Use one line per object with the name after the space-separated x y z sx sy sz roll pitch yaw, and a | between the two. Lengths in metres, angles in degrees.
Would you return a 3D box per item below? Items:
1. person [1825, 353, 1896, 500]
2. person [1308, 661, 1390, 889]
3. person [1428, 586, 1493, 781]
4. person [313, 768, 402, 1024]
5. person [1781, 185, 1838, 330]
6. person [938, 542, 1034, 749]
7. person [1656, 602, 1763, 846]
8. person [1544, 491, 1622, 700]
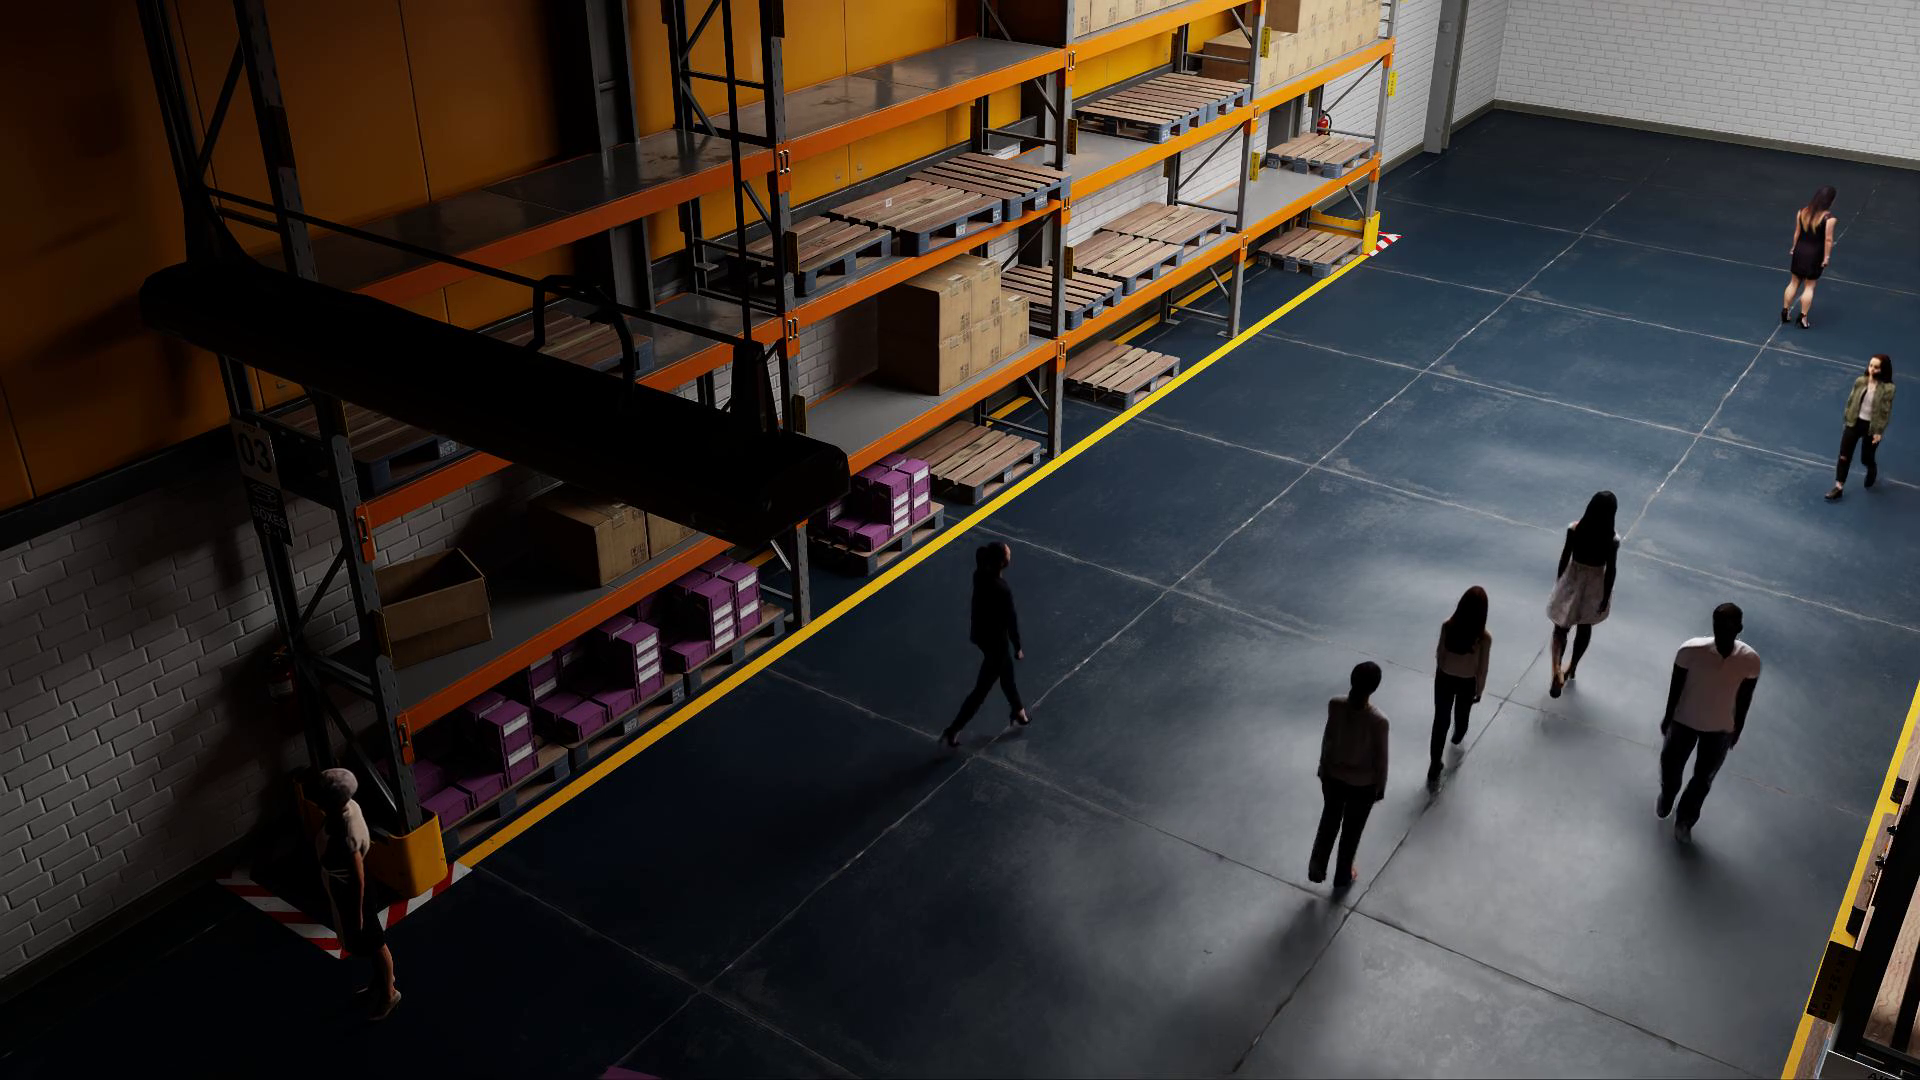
8.657 -1.084 15.856 0.940 1.463 0.737 -20 34 -32 | person
2.465 1.569 10.681 0.622 1.762 0.704 20 34 32 | person
3.544 1.067 11.946 0.635 1.432 1.004 13 31 23 | person
-3.532 2.072 9.765 0.701 1.756 0.701 -12 31 -21 | person
10.106 -3.376 19.793 0.756 1.718 0.750 -15 32 -25 | person
0.176 0.808 12.164 1.148 1.677 0.897 -16 32 -26 | person
5.044 1.188 11.294 0.754 1.844 0.795 11 31 19 | person
4.733 0.456 12.731 0.717 1.752 1.055 14 32 24 | person
